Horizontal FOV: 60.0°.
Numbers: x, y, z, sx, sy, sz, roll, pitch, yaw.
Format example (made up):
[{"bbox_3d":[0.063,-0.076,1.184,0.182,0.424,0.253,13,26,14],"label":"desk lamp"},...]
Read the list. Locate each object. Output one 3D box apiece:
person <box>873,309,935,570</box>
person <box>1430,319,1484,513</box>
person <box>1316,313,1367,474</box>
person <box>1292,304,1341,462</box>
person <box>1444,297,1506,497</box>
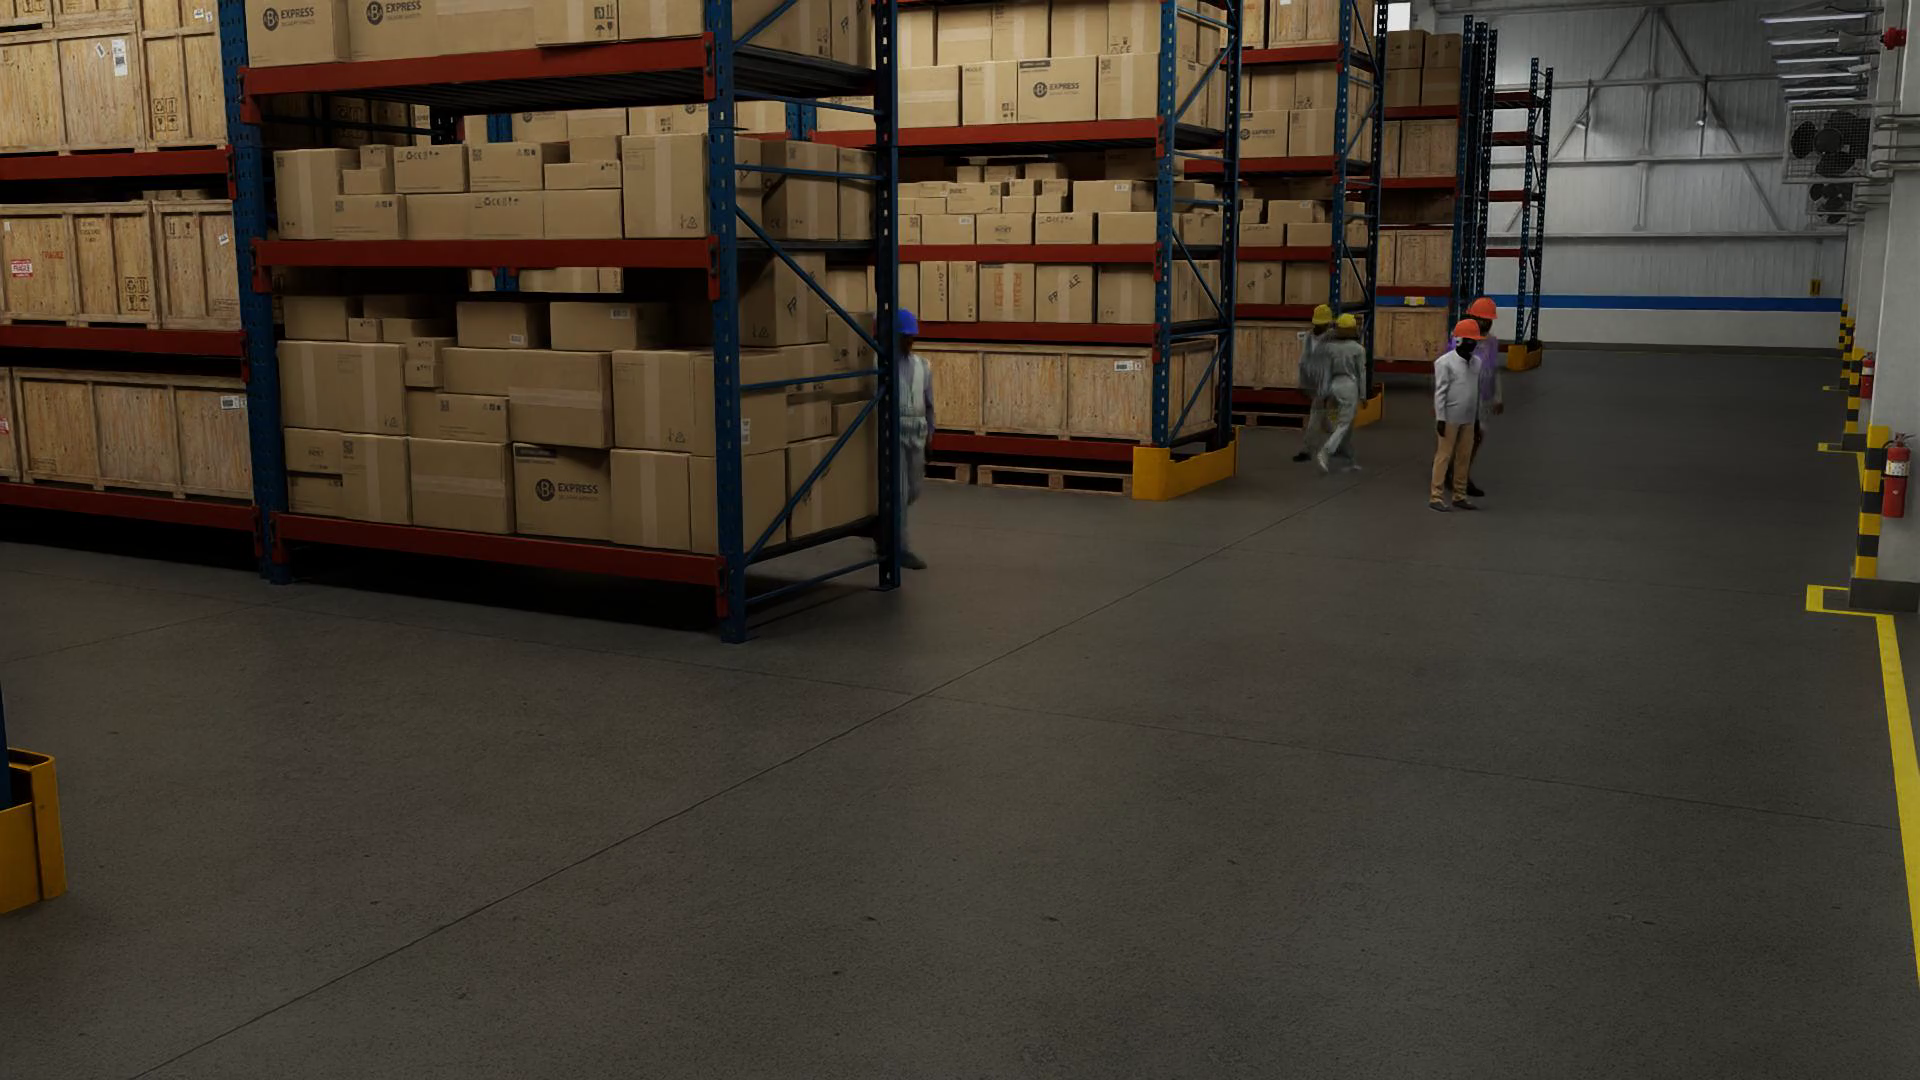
[{"bbox_3d":[-0.488,-0.770,12.472,0.614,1.927,0.763,-7,12,-37],"label":"person"},{"bbox_3d":[4.521,-1.120,15.024,0.570,1.743,0.349,-5,11,-28],"label":"person"},{"bbox_3d":[4.014,-1.539,17.564,0.800,1.701,0.482,-8,13,-40],"label":"person"},{"bbox_3d":[4.112,-1.776,18.754,0.860,1.778,0.618,-7,12,-34],"label":"person"},{"bbox_3d":[4.938,-1.354,15.883,0.536,1.914,0.427,-7,12,-36],"label":"person"}]
